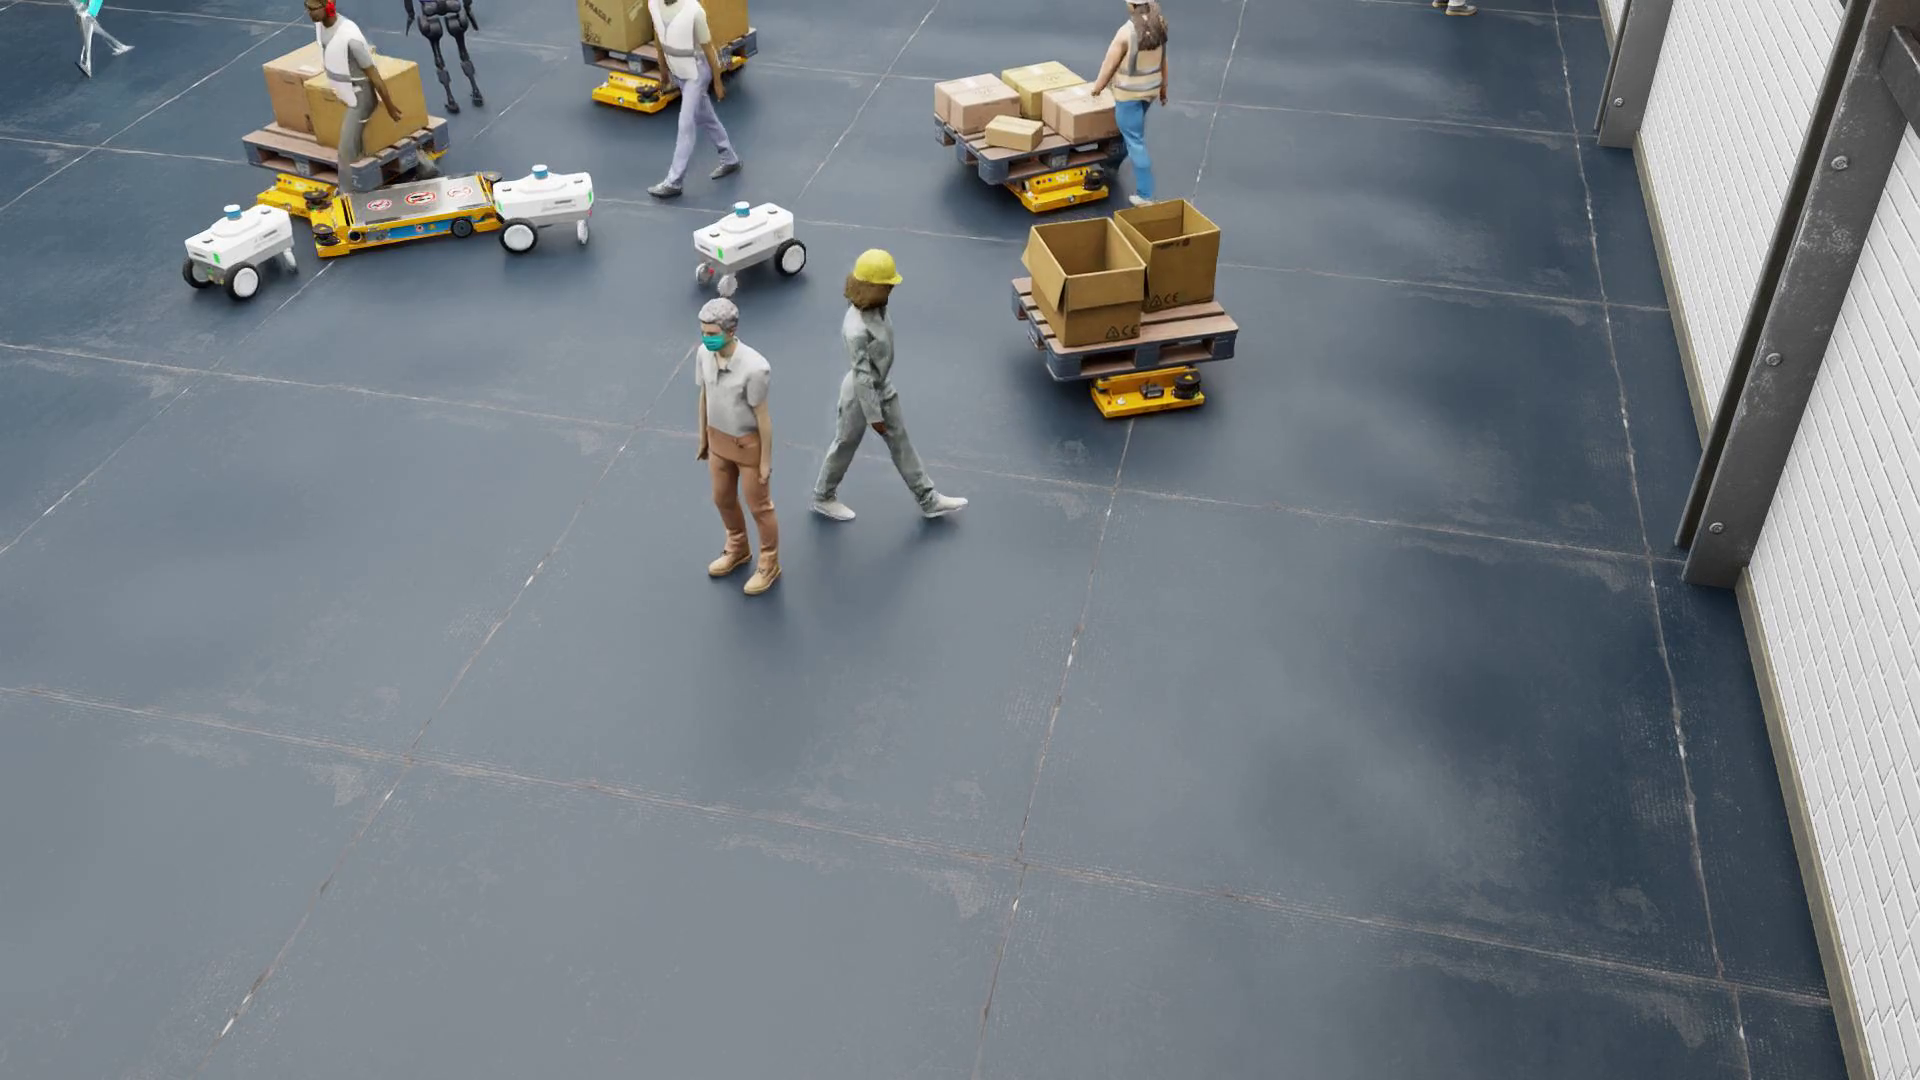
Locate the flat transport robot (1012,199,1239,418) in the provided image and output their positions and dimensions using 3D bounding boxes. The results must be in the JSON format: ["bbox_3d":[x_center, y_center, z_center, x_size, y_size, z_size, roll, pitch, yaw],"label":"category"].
[{"bbox_3d":[1.036,-1.273,10.922,0.659,0.231,1.431,-9,38,-12],"label":"flat transport robot"}]

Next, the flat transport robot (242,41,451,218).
[{"bbox_3d":[-4.796,-2.937,13.149,0.659,0.231,1.431,16,40,21],"label":"flat transport robot"}]

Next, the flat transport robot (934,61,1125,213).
[{"bbox_3d":[0.546,-3.022,13.262,0.659,0.231,1.431,-16,40,-21],"label":"flat transport robot"}]

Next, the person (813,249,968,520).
[{"bbox_3d":[-0.437,-0.804,9.102,0.881,1.688,0.497,12,39,16],"label":"person"}]

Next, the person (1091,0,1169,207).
[{"bbox_3d":[1.294,-3.409,12.601,0.495,1.681,0.877,-24,43,-29],"label":"person"}]

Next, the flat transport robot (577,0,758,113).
[{"bbox_3d":[-2.571,-4.179,14.810,0.659,0.231,1.431,19,41,23],"label":"flat transport robot"}]

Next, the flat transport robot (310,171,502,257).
[{"bbox_3d":[-4.120,-2.455,12.504,1.431,0.231,0.659,-13,39,-17],"label":"flat transport robot"}]

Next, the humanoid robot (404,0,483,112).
[{"bbox_3d":[-4.383,-4.439,13.981,0.590,1.657,0.368,-16,40,-20],"label":"humanoid robot"}]

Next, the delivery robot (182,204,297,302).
[{"bbox_3d":[-5.075,-2.051,11.731,0.524,0.602,0.774,18,40,23],"label":"delivery robot"}]

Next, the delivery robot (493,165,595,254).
[{"bbox_3d":[-3.083,-2.474,12.282,0.755,0.583,0.507,-10,38,-13],"label":"delivery robot"}]

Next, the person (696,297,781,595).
[{"bbox_3d":[-1.157,-0.496,8.661,0.460,1.736,0.322,21,42,26],"label":"person"}]

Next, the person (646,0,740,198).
[{"bbox_3d":[-2.090,-3.530,12.681,0.929,1.773,0.593,-29,46,-33],"label":"person"}]

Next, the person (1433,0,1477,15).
[{"bbox_3d":[4.857,-6.007,15.910,0.361,1.882,0.573,-8,38,-11],"label":"person"}]

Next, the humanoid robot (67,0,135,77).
[{"bbox_3d":[-7.850,-5.023,14.744,0.552,1.805,0.902,13,39,17],"label":"humanoid robot"}]

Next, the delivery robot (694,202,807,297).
[{"bbox_3d":[-1.500,-2.108,11.814,0.792,0.611,0.499,-30,46,-34],"label":"delivery robot"}]

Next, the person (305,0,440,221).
[{"bbox_3d":[-4.465,-3.303,12.382,1.063,1.778,0.580,-25,43,-29],"label":"person"}]
